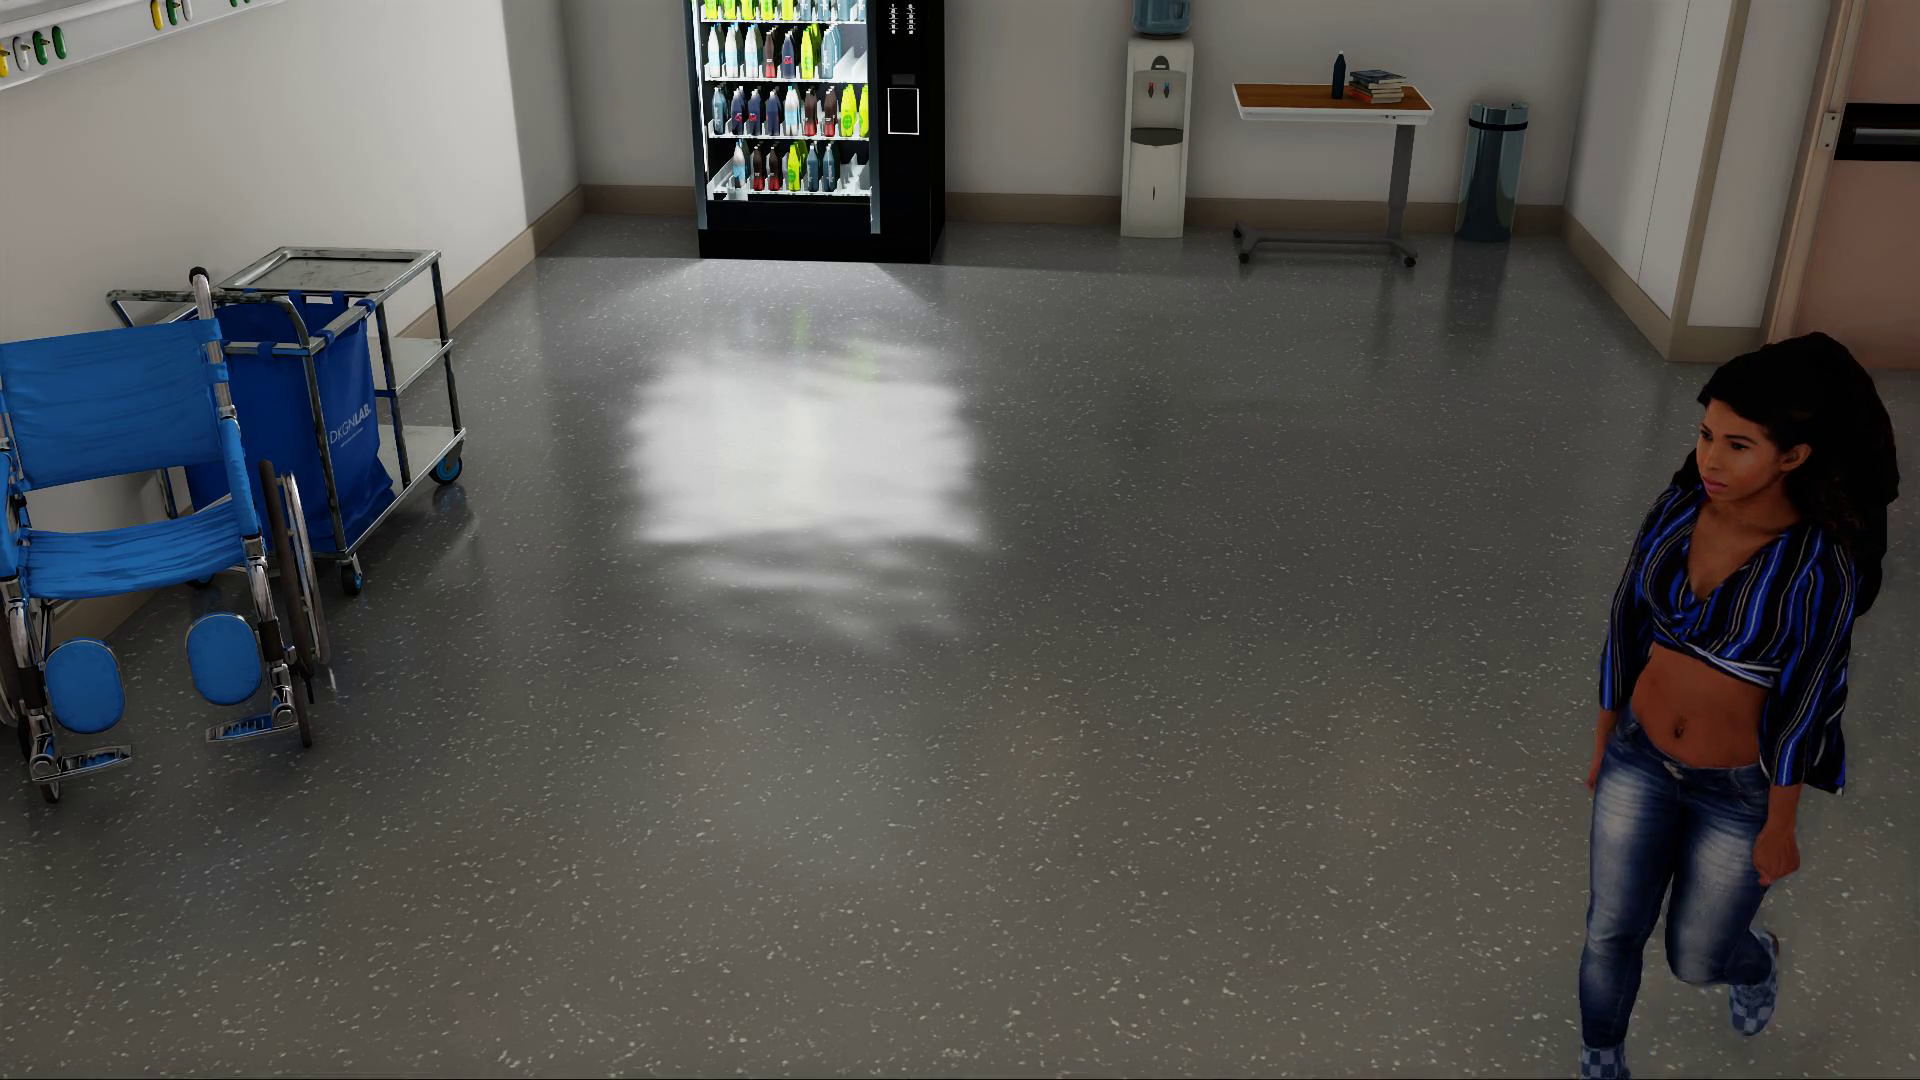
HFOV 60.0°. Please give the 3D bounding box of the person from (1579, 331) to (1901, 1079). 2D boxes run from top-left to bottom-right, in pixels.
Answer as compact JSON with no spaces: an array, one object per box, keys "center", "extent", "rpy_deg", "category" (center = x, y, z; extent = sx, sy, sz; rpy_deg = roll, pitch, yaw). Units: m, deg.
[{"center":[1.354,0.414,2.952],"extent":[0.968,1.606,0.885],"rpy_deg":[-16,30,-30],"category":"person"}]
